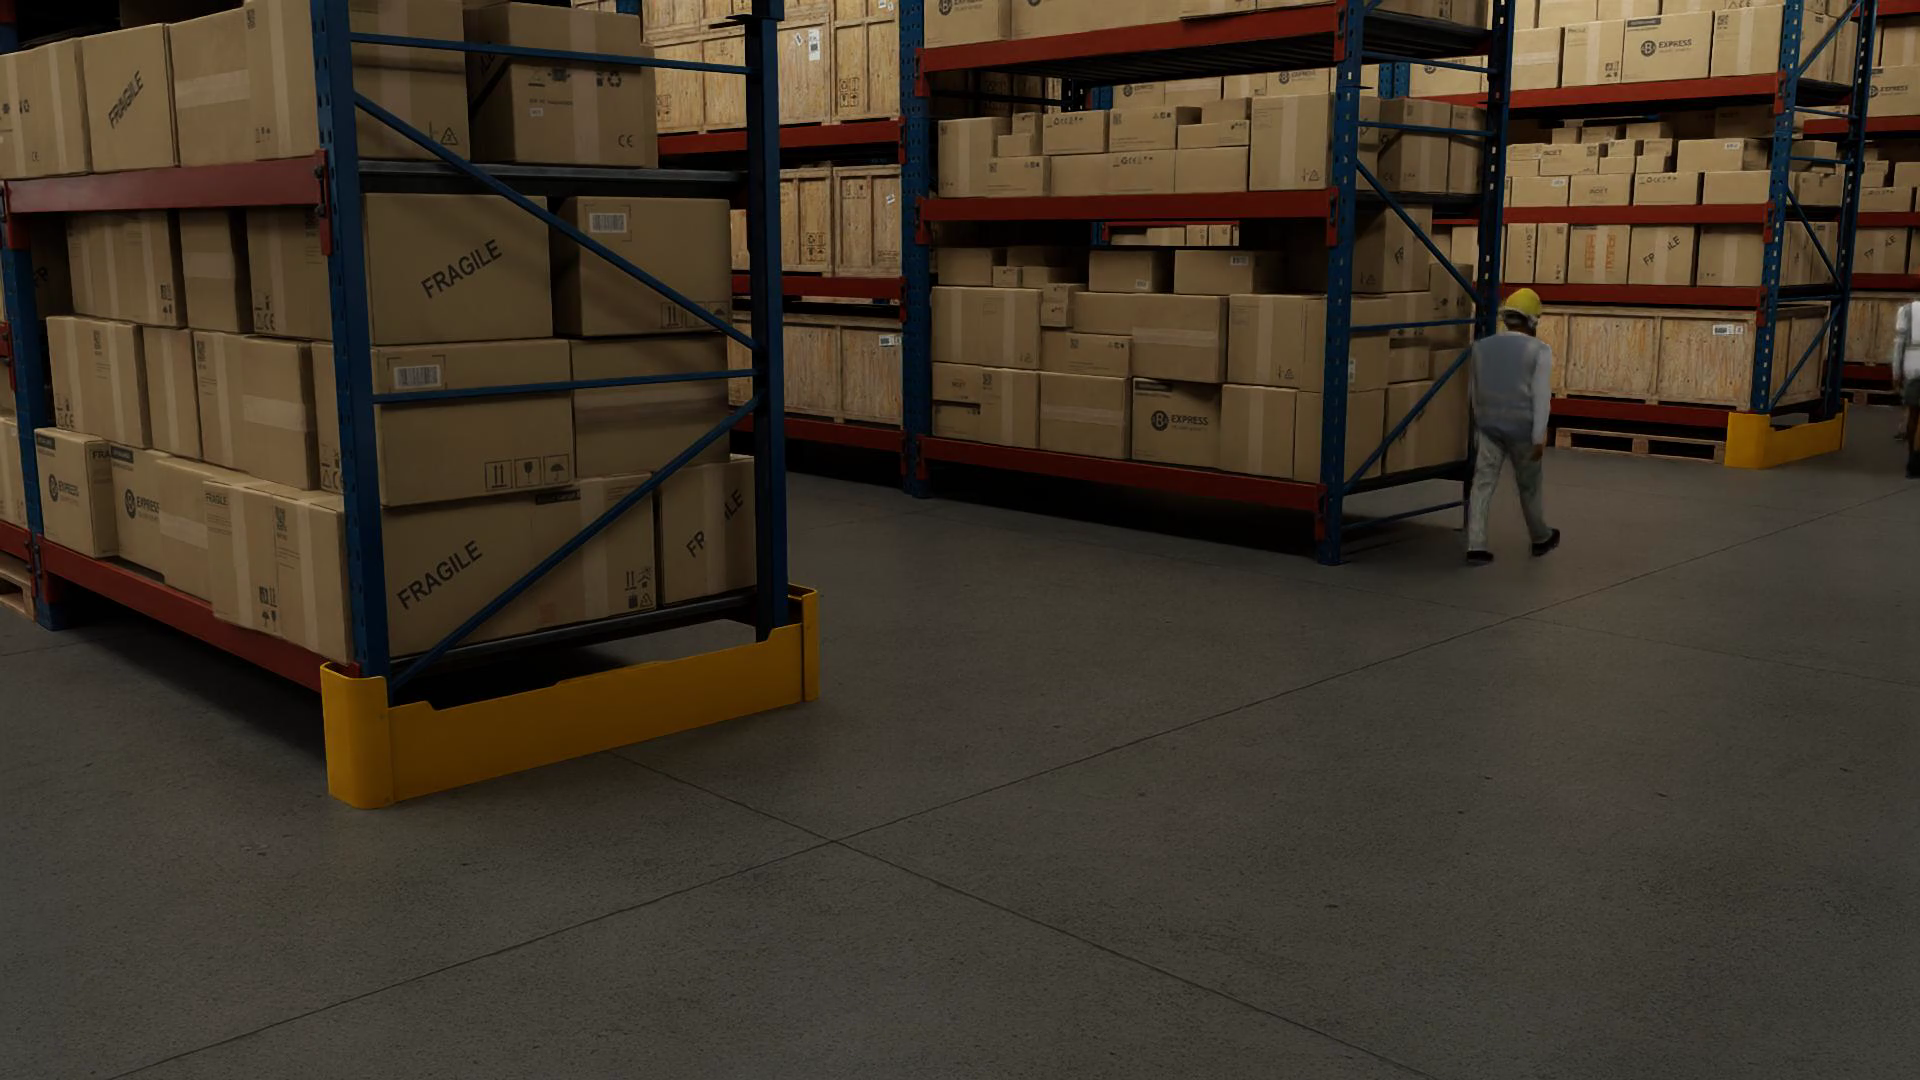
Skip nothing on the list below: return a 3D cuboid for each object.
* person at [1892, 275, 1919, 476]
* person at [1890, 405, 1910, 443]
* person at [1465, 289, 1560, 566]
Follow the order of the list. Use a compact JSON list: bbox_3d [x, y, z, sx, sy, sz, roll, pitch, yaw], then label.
[{"bbox_3d":[8.633,-1.522,14.871,0.558,1.896,0.991,10,14,43],"label":"person"},{"bbox_3d":[9.907,-1.819,16.947,0.841,1.704,0.557,-6,12,-29],"label":"person"},{"bbox_3d":[3.616,-0.737,10.849,0.928,1.778,0.608,-10,14,-42],"label":"person"}]
